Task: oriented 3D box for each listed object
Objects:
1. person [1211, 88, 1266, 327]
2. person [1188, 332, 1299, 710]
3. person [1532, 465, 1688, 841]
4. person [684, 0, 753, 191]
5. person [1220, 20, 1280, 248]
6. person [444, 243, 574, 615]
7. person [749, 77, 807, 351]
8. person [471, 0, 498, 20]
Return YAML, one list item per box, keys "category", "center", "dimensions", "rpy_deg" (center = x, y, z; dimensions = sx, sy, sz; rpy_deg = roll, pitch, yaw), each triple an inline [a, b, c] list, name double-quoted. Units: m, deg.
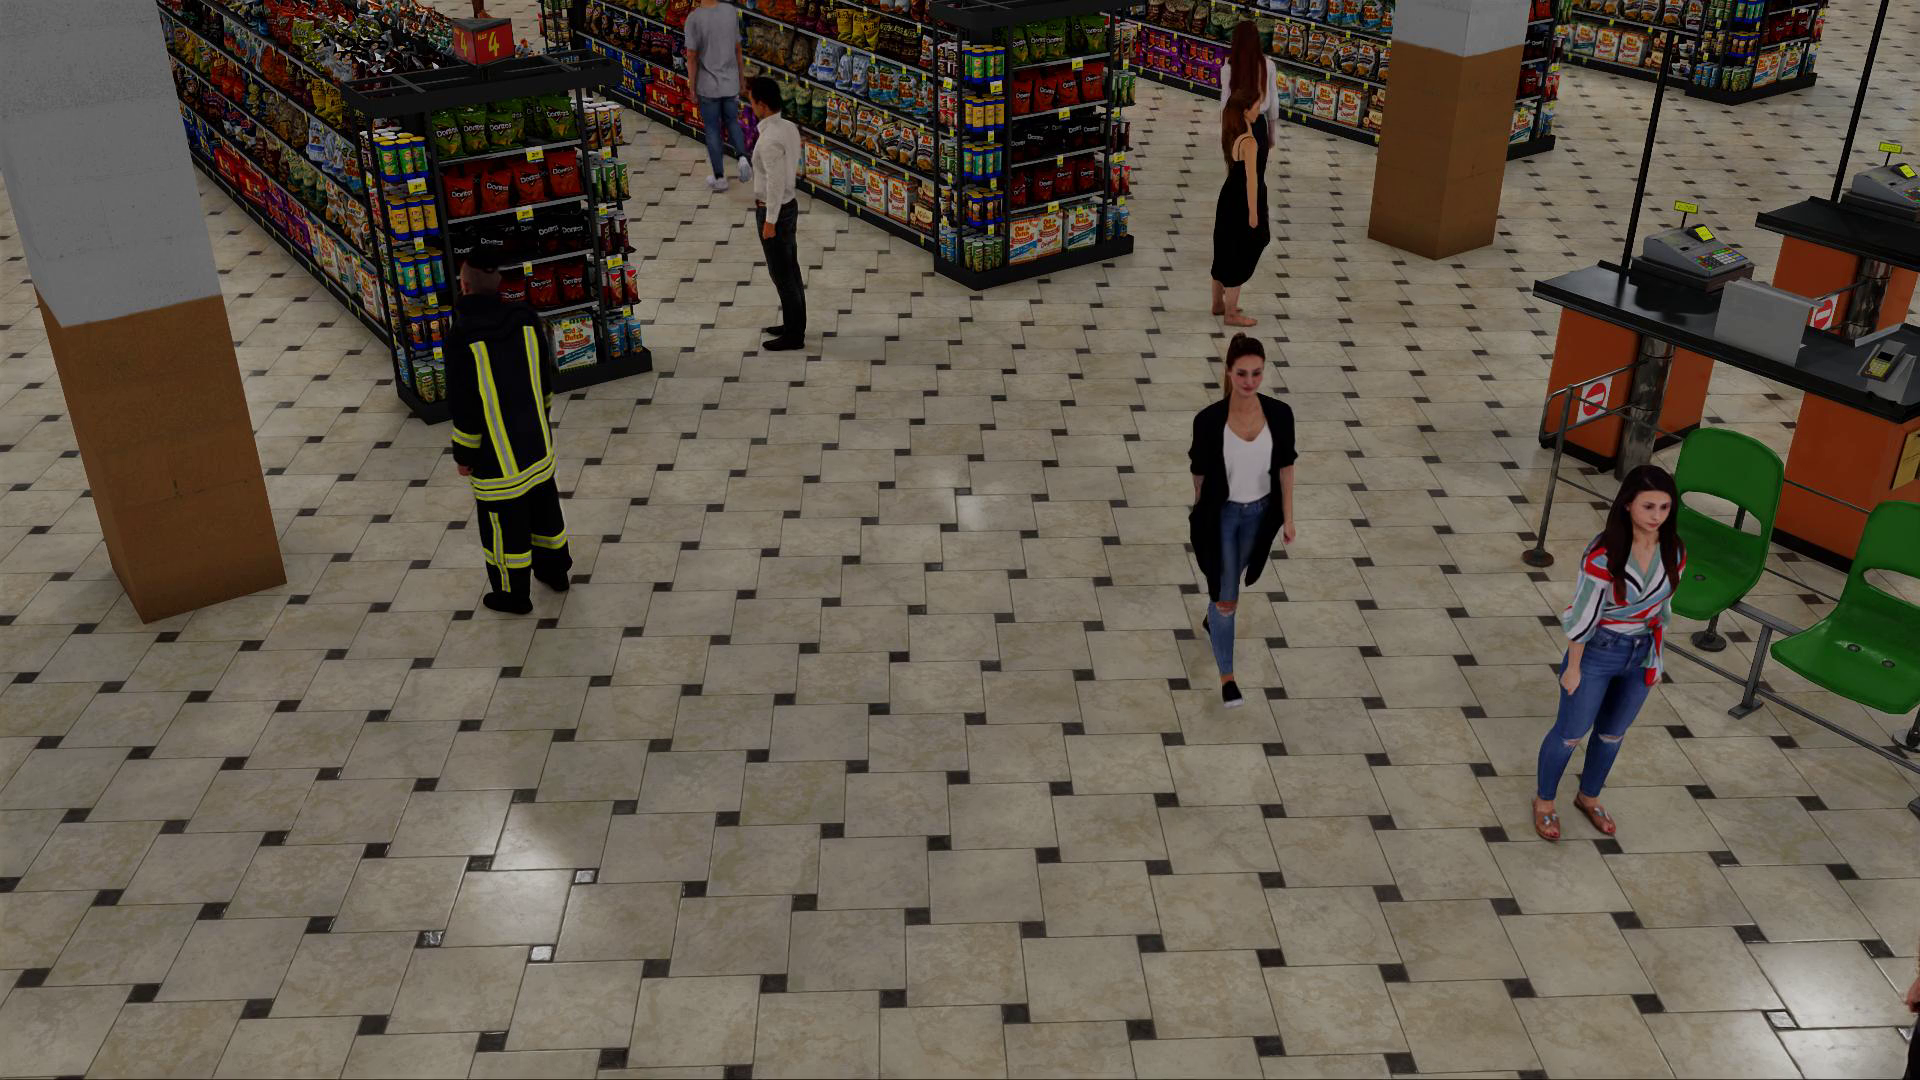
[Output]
- category: "person"
  center: [1.904, -2.294, 11.442]
  dimensions: [0.710, 1.626, 0.621]
  rpy_deg: [-6, 29, -11]
- category: "person"
  center: [1.227, -0.145, 7.488]
  dimensions: [0.947, 1.643, 1.166]
  rpy_deg: [-4, 29, -7]
- category: "person"
  center: [2.523, 0.443, 6.444]
  dimensions: [0.665, 1.611, 0.648]
  rpy_deg: [-5, 29, -9]
- category: "person"
  center: [-2.012, -3.871, 14.071]
  dimensions: [0.681, 1.875, 0.806]
  rpy_deg: [-17, 33, -28]
- category: "person"
  center: [2.186, -3.001, 12.628]
  dimensions: [0.897, 1.731, 1.088]
  rpy_deg: [-3, 29, -5]
- category: "person"
  center: [-2.184, -0.525, 7.956]
  dimensions: [0.825, 1.862, 0.852]
  rpy_deg: [19, 34, 31]
- category: "person"
  center: [-1.193, -2.142, 10.978]
  dimensions: [0.795, 1.804, 0.705]
  rpy_deg: [2, 29, 4]
- category: "person"
  center: [-5.907, -7.154, 20.237]
  dimensions: [0.776, 1.729, 0.694]
  rpy_deg: [-1, 29, -2]
